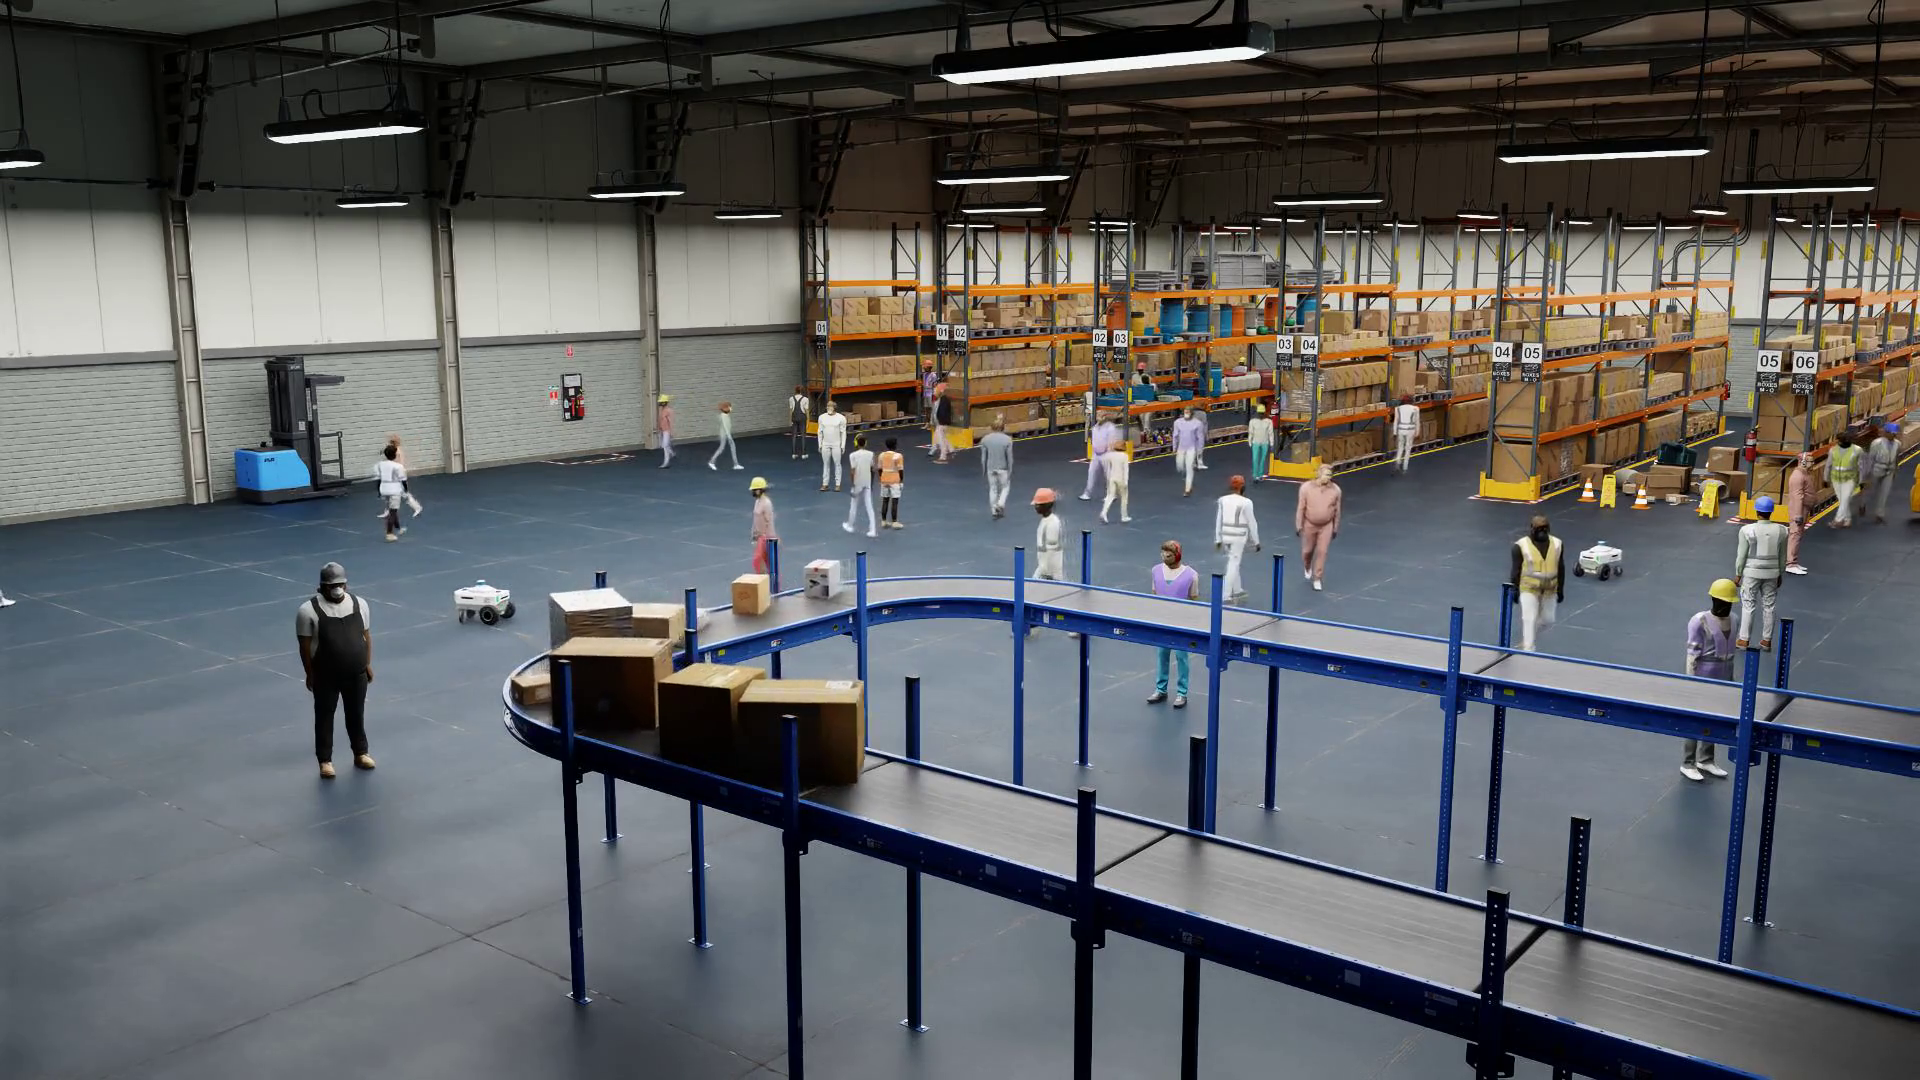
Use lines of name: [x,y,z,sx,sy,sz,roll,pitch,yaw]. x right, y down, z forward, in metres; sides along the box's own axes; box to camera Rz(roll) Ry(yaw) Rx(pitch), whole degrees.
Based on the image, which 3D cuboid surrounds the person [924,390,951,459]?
person: [-0.482,-2.934,38.959,0.932,1.789,0.607,-6,11,-28]

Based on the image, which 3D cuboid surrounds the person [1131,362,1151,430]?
person: [5.303,-4.228,45.719,0.624,1.972,0.788,8,13,37]

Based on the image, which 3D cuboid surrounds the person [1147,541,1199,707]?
person: [2.344,0.906,17.194,0.572,1.835,0.393,8,13,37]

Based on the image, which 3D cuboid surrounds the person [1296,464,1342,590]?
person: [5.353,-0.224,23.424,0.669,1.881,0.669,1,10,5]

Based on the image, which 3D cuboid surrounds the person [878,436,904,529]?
person: [-1.256,-1.052,28.642,0.535,1.688,0.356,6,12,31]

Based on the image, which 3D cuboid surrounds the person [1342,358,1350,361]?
person: [13.549,-5.755,54.597,0.530,1.869,0.311,6,12,32]

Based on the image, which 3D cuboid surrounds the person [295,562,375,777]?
person: [-5.899,1.232,14.909,0.684,2.000,0.538,-9,14,-42]

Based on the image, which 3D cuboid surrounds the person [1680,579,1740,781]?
person: [7.092,1.301,14.723,0.594,1.922,0.385,-4,11,-24]

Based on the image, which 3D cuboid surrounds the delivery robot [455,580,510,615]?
delivery robot: [-6.511,0.791,21.307,0.707,0.478,0.477,3,10,16]

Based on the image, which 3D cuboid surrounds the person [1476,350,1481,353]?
person: [17.678,-5.525,53.297,0.802,1.875,0.725,5,11,27]

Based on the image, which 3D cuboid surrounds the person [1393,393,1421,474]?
person: [10.345,-2.474,36.152,0.579,1.865,0.589,7,12,33]

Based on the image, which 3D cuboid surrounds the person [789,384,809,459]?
person: [-3.986,-2.947,38.886,0.506,1.842,0.333,2,10,10]

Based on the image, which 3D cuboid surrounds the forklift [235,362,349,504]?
forklift: [-13.803,-2.244,32.110,1.129,2.768,1.873,8,13,37]

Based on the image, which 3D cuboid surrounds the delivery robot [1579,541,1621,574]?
delivery robot: [9.941,0.264,24.270,0.707,0.478,0.477,-8,13,-37]

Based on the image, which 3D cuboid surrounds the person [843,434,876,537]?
person: [-1.768,-0.994,27.953,0.533,1.816,0.957,-5,11,-28]

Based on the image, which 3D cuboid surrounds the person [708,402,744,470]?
person: [-5.529,-2.454,36.749,0.809,1.601,0.495,2,10,9]

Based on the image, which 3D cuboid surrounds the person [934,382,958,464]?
person: [-0.378,-2.837,37.886,0.501,1.976,0.622,0,10,-1]

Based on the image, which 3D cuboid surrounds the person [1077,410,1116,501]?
person: [2.809,-1.689,31.727,0.925,1.870,0.647,-10,14,-44]

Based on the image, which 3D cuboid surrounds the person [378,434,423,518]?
person: [-10.674,-1.214,29.776,0.788,1.609,0.519,-3,11,-18]

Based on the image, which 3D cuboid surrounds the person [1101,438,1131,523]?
person: [2.922,-1.112,29.206,0.507,1.603,0.756,9,13,40]

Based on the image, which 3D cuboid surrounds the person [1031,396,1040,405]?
person: [2.417,-4.897,49.571,0.544,1.939,0.355,7,12,35]

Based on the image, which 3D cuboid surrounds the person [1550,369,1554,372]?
person: [19.533,-5.347,52.098,0.351,1.941,0.545,-9,13,-41]

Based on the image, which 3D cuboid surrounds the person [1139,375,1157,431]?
person: [5.036,-3.606,42.728,0.657,1.787,0.978,5,11,28]

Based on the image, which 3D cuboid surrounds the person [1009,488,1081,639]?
person: [1.212,0.305,20.178,1.037,1.994,0.612,-2,10,-10]

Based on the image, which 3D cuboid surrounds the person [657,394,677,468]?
person: [-6.957,-2.591,37.097,0.469,1.751,0.551,-9,14,-42]

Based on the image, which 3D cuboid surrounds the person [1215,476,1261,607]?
person: [3.989,0.008,22.225,0.880,1.850,0.599,-8,13,-36]

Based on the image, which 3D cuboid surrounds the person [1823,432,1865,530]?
person: [16.151,-1.092,28.606,0.988,1.780,0.641,-7,13,-36]

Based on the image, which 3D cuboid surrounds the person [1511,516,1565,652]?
person: [6.987,0.593,18.997,0.636,1.820,0.632,-1,10,-3]

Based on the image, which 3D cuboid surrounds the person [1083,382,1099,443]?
person: [3.549,-3.421,42.105,0.521,1.638,0.311,9,13,41]

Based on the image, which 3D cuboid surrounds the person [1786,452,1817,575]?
person: [13.185,-0.430,24.518,0.409,1.908,0.647,6,12,29]

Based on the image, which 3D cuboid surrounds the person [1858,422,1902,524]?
person: [17.272,-1.296,29.386,0.631,1.910,0.757,0,10,0]

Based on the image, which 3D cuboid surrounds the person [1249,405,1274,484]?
person: [6.628,-2.098,34.416,0.540,1.721,0.883,1,10,5]

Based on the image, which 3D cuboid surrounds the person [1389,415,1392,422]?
person: [13.352,-4.369,47.572,0.532,1.594,0.861,6,12,30]

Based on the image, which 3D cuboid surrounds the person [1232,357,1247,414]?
person: [9.033,-4.959,50.214,0.591,1.834,0.404,5,11,26]

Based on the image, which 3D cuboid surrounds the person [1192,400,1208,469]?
person: [5.648,-2.493,36.899,0.266,1.631,0.507,-6,12,-32]

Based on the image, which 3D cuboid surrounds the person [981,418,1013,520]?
person: [0.712,-1.344,29.619,0.632,1.928,0.431,3,10,16]

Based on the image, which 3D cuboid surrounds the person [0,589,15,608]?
person: [-13.776,0.063,21.834,0.655,1.881,0.838,6,12,29]

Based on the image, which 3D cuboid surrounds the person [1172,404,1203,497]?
person: [4.763,-1.886,32.677,0.640,1.921,0.560,5,11,25]

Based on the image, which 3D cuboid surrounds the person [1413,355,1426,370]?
person: [14.499,-4.930,49.693,0.612,1.959,0.506,7,12,35]

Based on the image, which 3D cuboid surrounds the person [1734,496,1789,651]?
person: [10.032,0.419,19.617,0.605,1.951,0.380,1,10,4]

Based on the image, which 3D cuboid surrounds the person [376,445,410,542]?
person: [-9.915,-0.834,27.482,0.550,1.655,0.831,3,11,17]

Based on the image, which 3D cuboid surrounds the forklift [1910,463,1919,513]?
forklift: [19.034,-1.348,28.998,2.313,2.155,1.214,8,13,37]

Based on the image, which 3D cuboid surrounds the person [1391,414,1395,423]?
person: [12.744,-4.181,45.561,0.639,1.929,0.507,2,10,11]

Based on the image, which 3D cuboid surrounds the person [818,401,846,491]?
person: [-2.730,-2.009,33.332,0.627,1.934,0.370,2,10,11]

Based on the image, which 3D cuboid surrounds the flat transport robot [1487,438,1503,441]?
flat transport robot: [14.866,-2.709,42.068,0.652,0.197,1.431,-2,10,-13]

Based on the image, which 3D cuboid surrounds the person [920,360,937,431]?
person: [-0.902,-4.176,45.214,0.391,2.045,0.608,-7,12,-34]

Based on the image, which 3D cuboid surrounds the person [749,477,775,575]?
person: [-2.935,-0.041,22.764,0.663,1.740,0.560,-4,11,-23]

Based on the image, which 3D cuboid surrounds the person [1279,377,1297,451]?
person: [8.494,-3.291,40.638,0.813,1.911,0.552,-7,12,-35]
